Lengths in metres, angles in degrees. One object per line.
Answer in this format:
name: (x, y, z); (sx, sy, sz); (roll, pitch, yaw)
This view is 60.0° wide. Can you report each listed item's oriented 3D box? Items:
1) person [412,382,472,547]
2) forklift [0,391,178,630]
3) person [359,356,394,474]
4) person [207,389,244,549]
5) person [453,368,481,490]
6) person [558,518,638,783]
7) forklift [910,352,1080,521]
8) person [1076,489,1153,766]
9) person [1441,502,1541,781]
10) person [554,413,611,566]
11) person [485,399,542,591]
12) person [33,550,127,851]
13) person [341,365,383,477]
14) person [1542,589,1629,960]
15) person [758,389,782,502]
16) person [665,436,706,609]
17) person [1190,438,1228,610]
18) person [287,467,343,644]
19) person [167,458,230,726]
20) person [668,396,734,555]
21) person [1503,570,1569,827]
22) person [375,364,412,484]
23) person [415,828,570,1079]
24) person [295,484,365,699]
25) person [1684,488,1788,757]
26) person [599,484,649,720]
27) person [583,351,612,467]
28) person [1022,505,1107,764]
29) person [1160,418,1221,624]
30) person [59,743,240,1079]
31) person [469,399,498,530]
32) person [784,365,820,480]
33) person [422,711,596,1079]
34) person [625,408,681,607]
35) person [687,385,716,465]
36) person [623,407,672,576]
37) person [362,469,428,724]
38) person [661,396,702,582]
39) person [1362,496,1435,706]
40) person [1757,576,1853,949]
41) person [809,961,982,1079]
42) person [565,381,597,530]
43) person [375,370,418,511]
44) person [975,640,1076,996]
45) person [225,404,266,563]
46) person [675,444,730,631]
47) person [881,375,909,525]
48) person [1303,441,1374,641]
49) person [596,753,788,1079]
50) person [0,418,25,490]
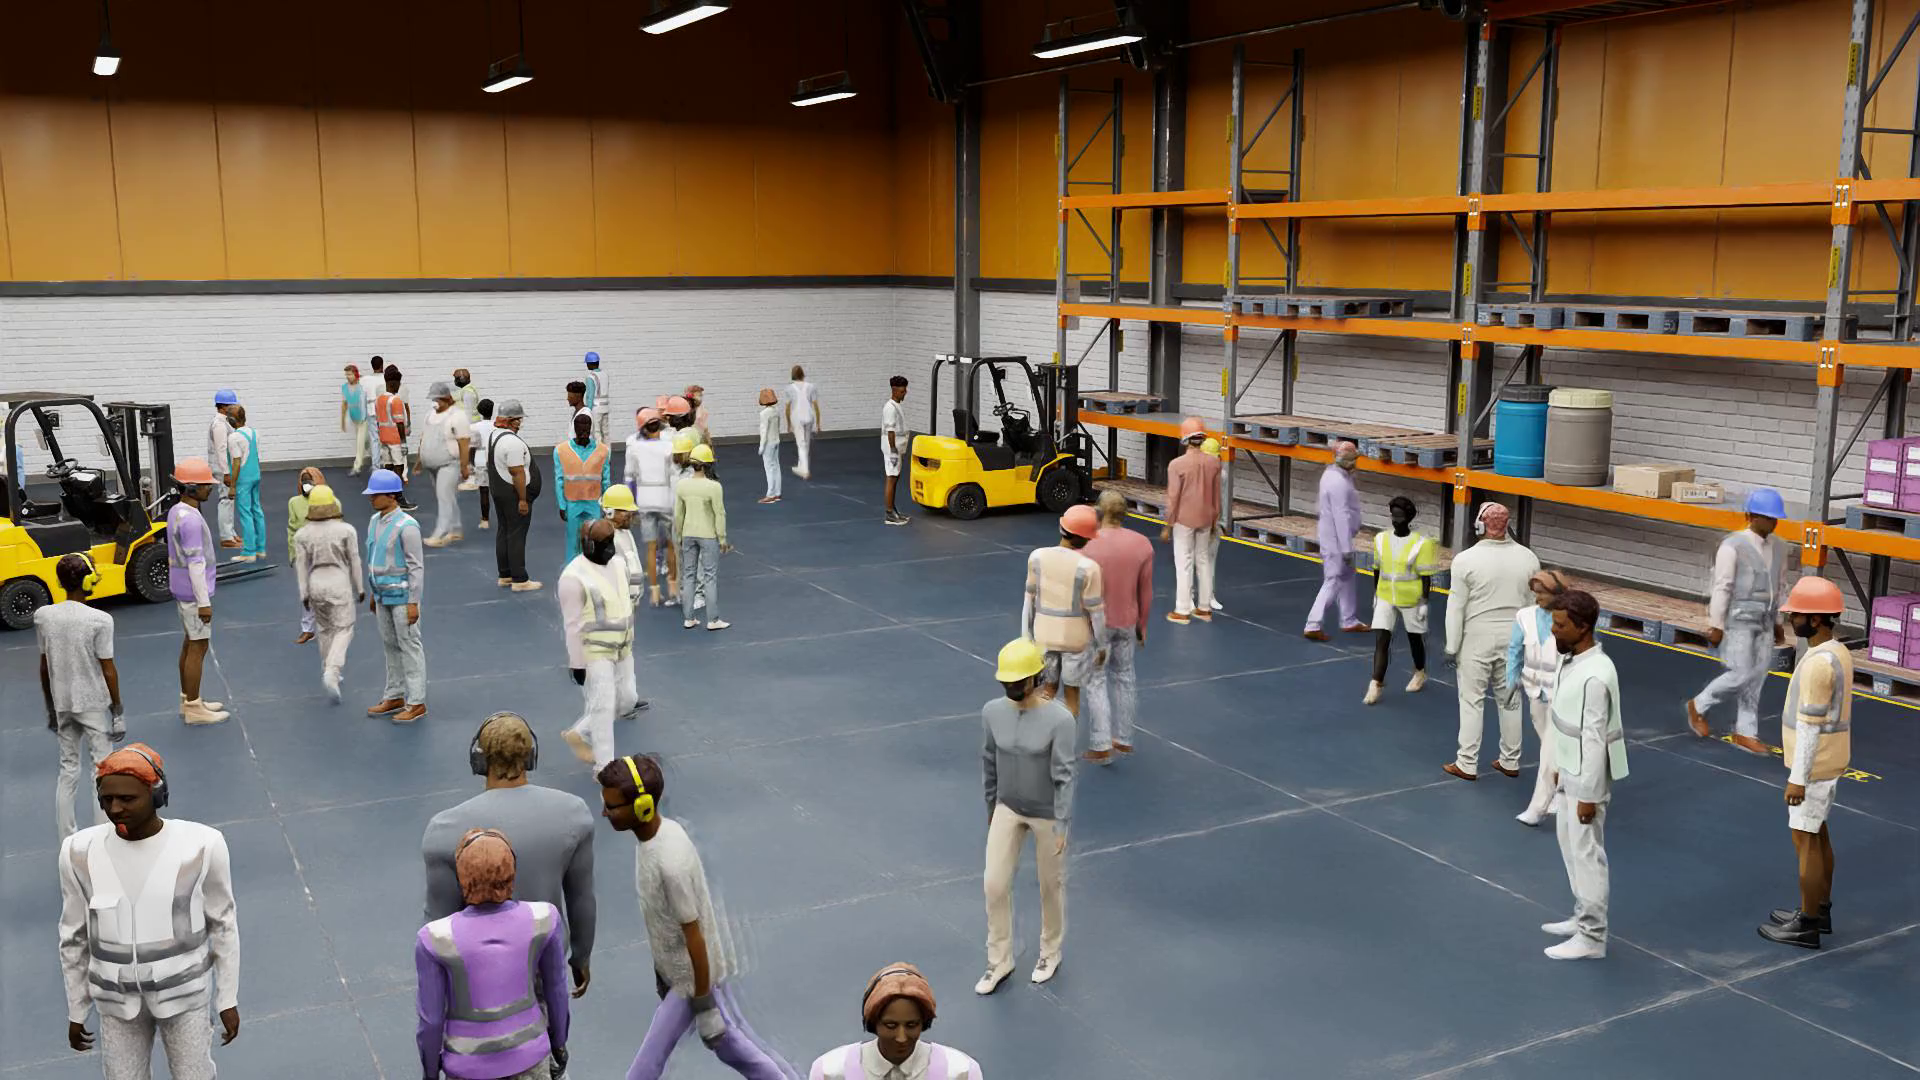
person: (-6.381, -0.945, 20.305); (0.701, 2.000, 0.726); (8, 13, 38)
forklift: (-9.026, -0.363, 16.508); (1.214, 2.155, 2.313); (6, 11, 29)
person: (-9.309, -1.994, 26.707); (0.597, 1.913, 0.369); (-4, 10, -20)
person: (-8.858, -0.855, 20.101); (0.416, 1.939, 0.615); (-4, 11, -20)
person: (-7.449, -1.673, 25.120); (0.429, 1.830, 0.636); (-3, 10, -18)
person: (-2.447, 0.744, 11.199); (0.542, 1.823, 0.644); (4, 11, 24)
forklift: (0.460, -1.461, 22.833); (2.313, 2.155, 1.214); (-5, 11, -28)
person: (1.050, 0.608, 11.685); (0.634, 1.944, 0.407); (-4, 11, -22)
person: (3.588, 0.686, 11.332); (0.660, 1.902, 0.397); (-2, 10, -12)
person: (-3.969, -0.393, 17.538); (0.583, 1.903, 0.406); (-4, 11, -21)
person: (-4.718, -0.491, 17.691); (0.538, 2.000, 0.689); (-7, 12, -37)
person: (-5.111, 0.991, 9.699); (0.511, 1.858, 0.325); (2, 10, 9)
person: (-9.628, -1.938, 26.794); (0.601, 1.784, 0.978); (4, 11, 22)
person: (3.162, 1.187, 8.443); (0.401, 1.907, 0.589); (1, 10, 8)
person: (-2.731, -1.351, 23.811); (0.283, 1.633, 0.497); (4, 10, 19)
person: (-2.761, -0.178, 16.744); (0.484, 1.744, 0.297); (7, 12, 34)
person: (2.462, -0.153, 16.616); (0.483, 1.737, 0.312); (-4, 11, -22)
person: (-5.894, 0.141, 15.222); (0.498, 1.634, 0.279); (0, 10, -1)
person: (-5.786, 0.388, 12.652); (0.397, 2.033, 0.605); (-6, 12, -31)
person: (-3.175, -0.760, 19.633); (1.018, 1.901, 0.699); (2, 10, 12)
person: (3.647, 0.992, 10.407); (0.858, 1.598, 0.513); (-8, 13, -39)
person: (-8.723, -1.777, 25.624); (0.509, 1.860, 0.333); (-4, 11, -22)
person: (-1.591, 1.791, 5.708); (0.523, 1.639, 0.309); (-6, 11, -30)
person: (-5.106, 0.411, 13.426); (0.490, 1.716, 0.731); (0, 10, -2)
person: (5.597, 0.574, 11.882); (0.627, 1.932, 0.568); (-5, 11, -25)
person: (-2.634, 0.470, 12.802); (0.403, 1.821, 0.602); (1, 10, 6)
person: (-6.010, -2.145, 27.514); (0.416, 1.939, 0.605); (3, 10, 18)
person: (0.719, 0.678, 11.424); (0.599, 1.890, 0.446); (4, 11, 23)
person: (2.220, -0.176, 16.095); (0.627, 1.993, 0.442); (-5, 11, -28)
person: (-2.865, 1.634, 5.907); (0.585, 1.882, 0.337); (-2, 10, -9)
person: (-6.066, -0.975, 21.457); (0.535, 1.699, 0.322); (-5, 11, -26)
person: (-2.486, -1.846, 26.234); (0.514, 1.800, 0.907); (-3, 10, -18)
person: (-1.639, 1.578, 6.115); (0.635, 1.928, 0.382); (-7, 12, -35)
person: (-3.103, -0.336, 16.912); (0.624, 1.994, 0.634); (0, 10, 1)
person: (-3.414, -1.125, 21.970); (0.780, 1.815, 0.582); (5, 11, 28)
person: (-3.399, -0.535, 18.369); (0.627, 1.894, 0.452); (5, 11, 25)
person: (-4.312, 0.424, 12.686); (0.604, 1.949, 0.398); (9, 13, 41)
person: (-2.999, -0.532, 17.962); (0.397, 2.039, 0.610); (2, 10, 13)
person: (3.530, 0.466, 13.305); (0.540, 1.652, 0.857); (8, 12, 38)
person: (4.390, 1.144, 8.621); (0.388, 1.929, 0.539); (7, 12, 34)
person: (-0.182, 1.969, 4.712); (0.516, 1.633, 0.316); (0, 10, -1)
person: (-4.808, -1.052, 21.174); (0.372, 1.958, 0.598); (-4, 11, -24)
person: (-7.841, -1.382, 23.046); (0.603, 1.962, 0.368); (8, 13, 40)
person: (0.306, 1.336, 8.011); (0.542, 1.741, 0.658); (5, 11, 25)
person: (-8.260, -0.650, 19.187); (0.344, 1.839, 0.505); (2, 10, 9)
person: (-2.446, -0.025, 15.796); (0.532, 1.767, 0.328); (4, 11, 23)
person: (-0.849, -1.193, 21.961); (0.374, 1.960, 0.600); (1, 10, 5)
person: (3.534, -0.001, 15.411); (0.675, 1.872, 0.697); (1, 10, 6)
person: (-1.011, 1.631, 6.250); (1.107, 1.789, 0.539); (-3, 10, -19)
person: (-10.714, -0.529, 18.517); (0.597, 1.827, 0.403); (2, 10, 11)
